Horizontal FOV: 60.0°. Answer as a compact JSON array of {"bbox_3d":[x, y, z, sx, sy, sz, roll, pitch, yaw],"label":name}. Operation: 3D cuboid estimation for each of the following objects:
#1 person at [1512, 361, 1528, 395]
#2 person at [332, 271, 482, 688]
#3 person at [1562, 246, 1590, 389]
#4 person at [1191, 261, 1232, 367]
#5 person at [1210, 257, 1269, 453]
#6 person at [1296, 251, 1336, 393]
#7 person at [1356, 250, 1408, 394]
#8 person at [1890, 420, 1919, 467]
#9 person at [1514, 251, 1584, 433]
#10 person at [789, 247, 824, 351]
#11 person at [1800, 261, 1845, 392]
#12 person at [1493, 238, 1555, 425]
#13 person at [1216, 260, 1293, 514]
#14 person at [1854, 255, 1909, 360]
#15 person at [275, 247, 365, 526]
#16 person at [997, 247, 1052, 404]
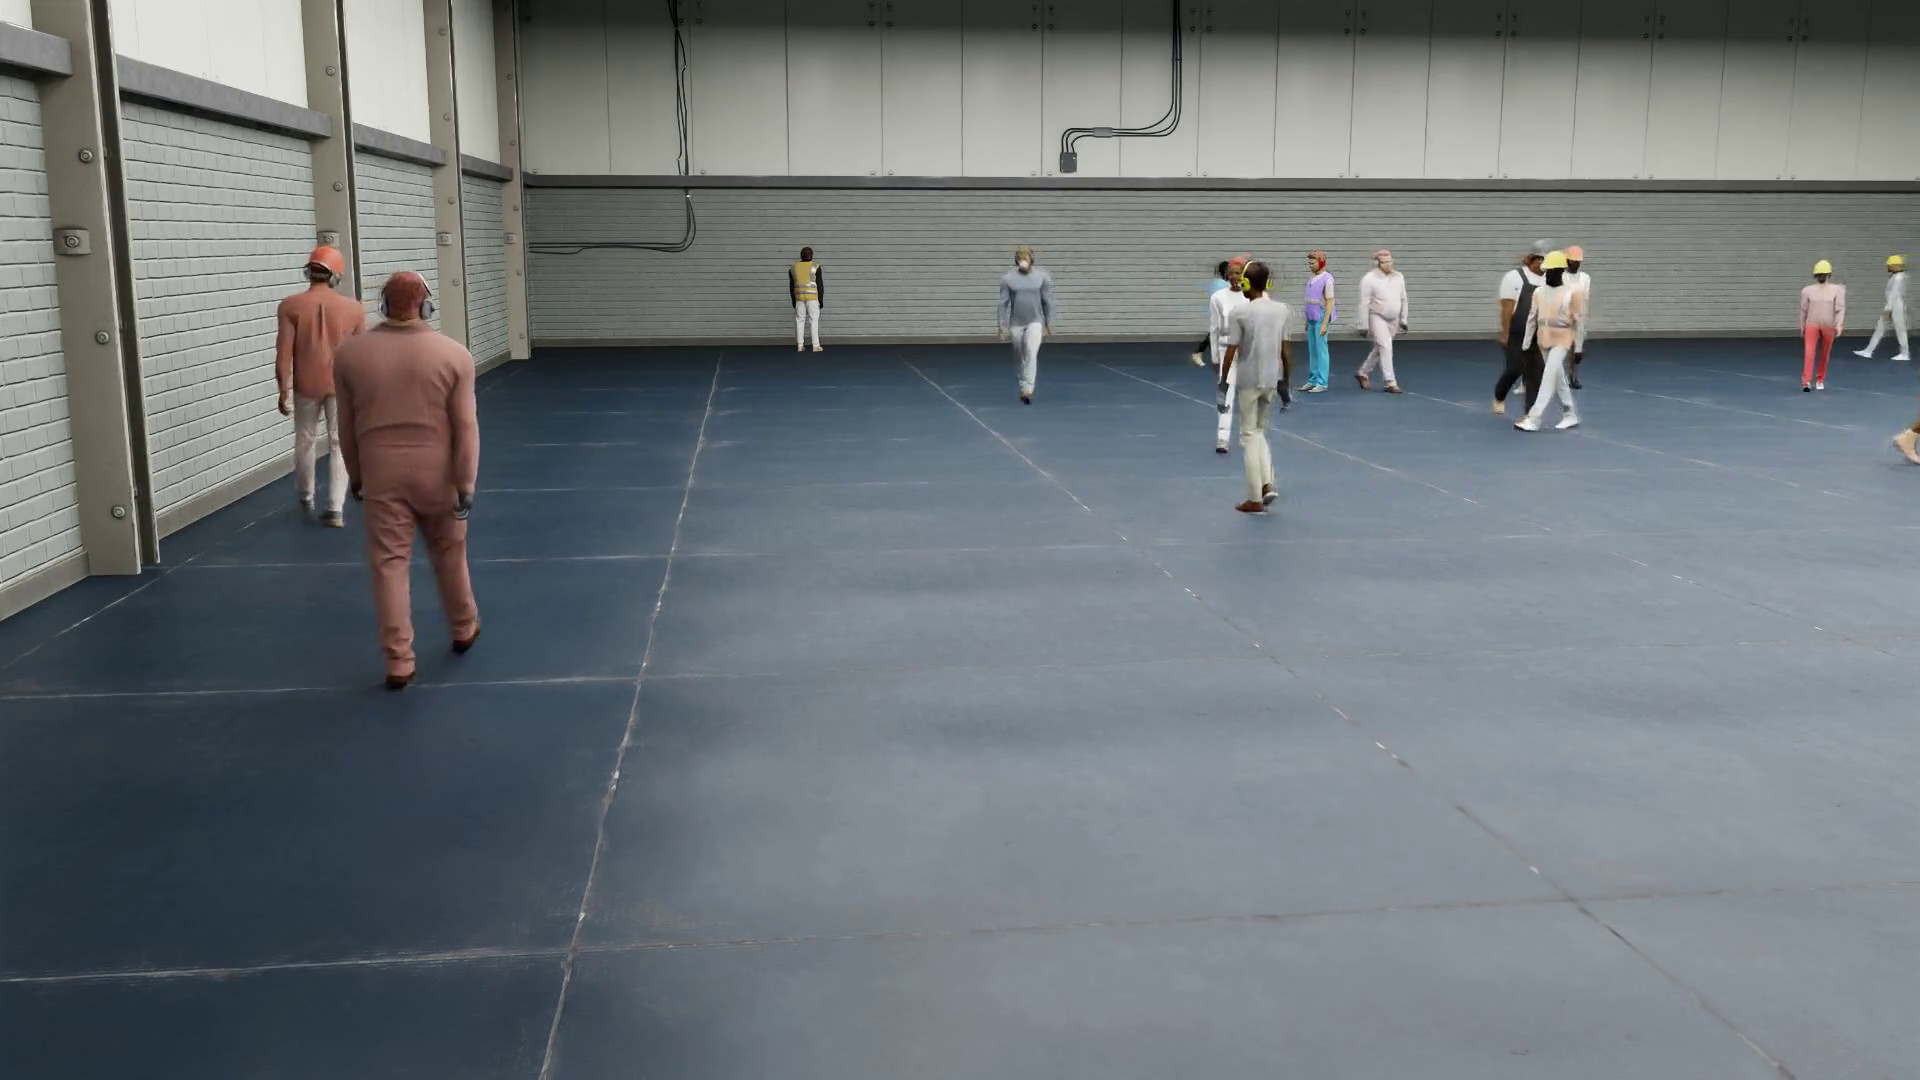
[{"bbox_3d":[7.338,-2.700,21.315,0.542,1.695,0.316,-4,11,-21],"label":"person"},{"bbox_3d":[-2.542,-0.307,7.752,0.650,1.862,0.977,-2,10,-9],"label":"person"},{"bbox_3d":[8.204,-3.016,22.482,0.555,1.909,0.880,-1,10,-4],"label":"person"},{"bbox_3d":[4.017,-3.502,25.811,0.836,1.666,0.538,5,12,28],"label":"person"},{"bbox_3d":[2.640,-1.749,15.741,0.595,1.840,0.978,3,11,16],"label":"person"},{"bbox_3d":[4.670,-2.830,21.643,0.389,1.838,0.563,-2,11,-13],"label":"person"},{"bbox_3d":[5.508,-2.875,21.827,0.638,1.866,0.935,-5,12,-27],"label":"person"},{"bbox_3d":[8.628,-1.583,14.332,0.950,2.017,0.607,8,13,36],"label":"person"},{"bbox_3d":[6.159,-2.061,17.334,1.016,1.865,0.605,-6,12,-30],"label":"person"},{"bbox_3d":[-2.699,-4.257,29.456,0.626,1.844,0.429,3,11,15],"label":"person"},{"bbox_3d":[11.294,-2.797,21.831,0.526,1.708,0.955,5,12,27],"label":"person"},{"bbox_3d":[6.174,-2.282,18.080,0.701,2.000,0.722,-1,10,-7],"label":"person"},{"bbox_3d":[2.143,-1.110,12.168,0.573,1.852,0.420,-5,11,-25],"label":"person"},{"bbox_3d":[15.280,-3.823,27.419,0.860,1.702,0.502,4,11,20],"label":"person"},{"bbox_3d":[-4.563,-1.099,11.875,0.630,1.942,1.000,-5,12,-26],"label":"person"},{"bbox_3d":[0.786,-2.616,20.315,0.651,1.889,1.005,2,10,8],"label":"person"}]
